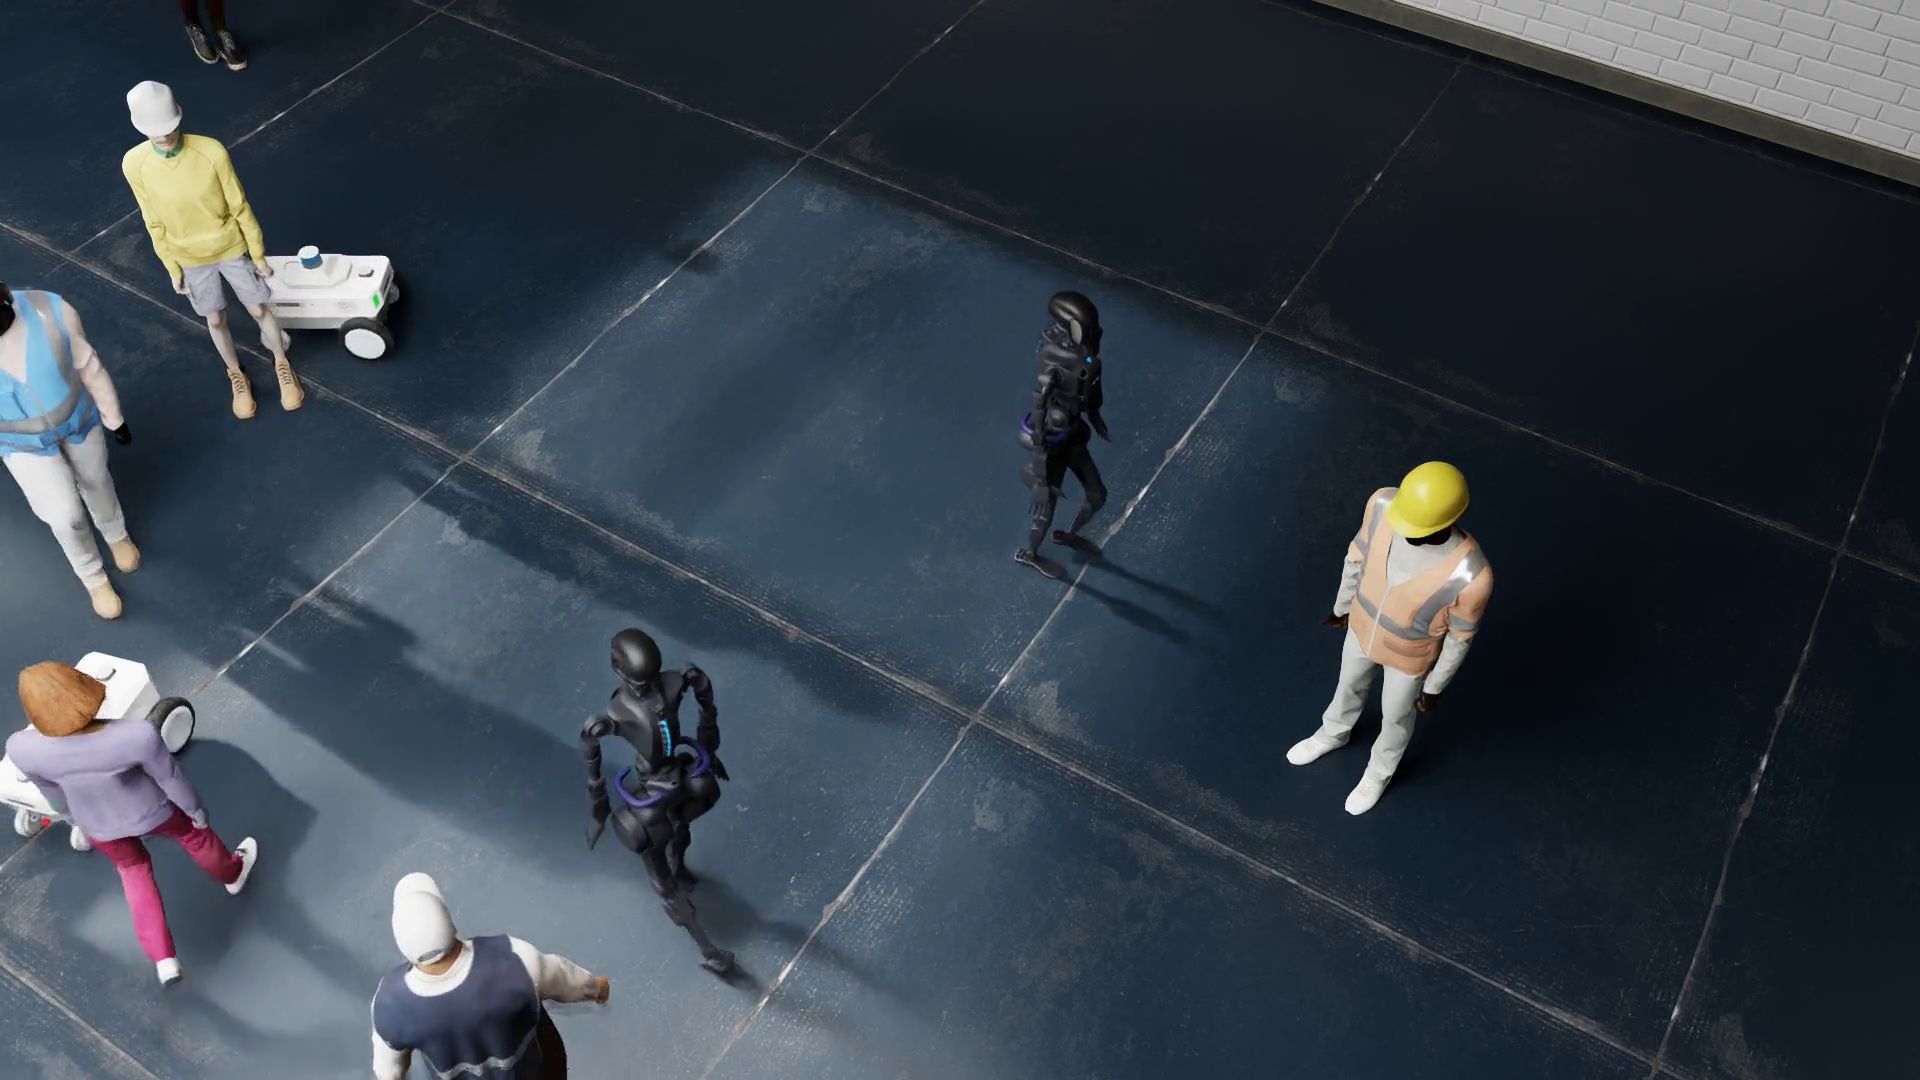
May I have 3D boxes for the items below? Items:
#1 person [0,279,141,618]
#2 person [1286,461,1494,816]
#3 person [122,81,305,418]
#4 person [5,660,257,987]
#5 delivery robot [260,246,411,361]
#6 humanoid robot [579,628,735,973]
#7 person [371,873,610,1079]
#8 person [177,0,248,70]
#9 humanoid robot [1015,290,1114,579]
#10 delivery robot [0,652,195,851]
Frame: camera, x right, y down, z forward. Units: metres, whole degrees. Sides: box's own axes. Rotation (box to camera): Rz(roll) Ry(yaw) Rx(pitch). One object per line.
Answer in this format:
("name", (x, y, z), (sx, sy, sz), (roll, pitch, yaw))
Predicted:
("person", (-3.891, -0.437, 7.173), (0.642, 1.813, 0.664), (-35, 58, -27))
("person", (1.656, 0.376, 6.393), (0.375, 1.917, 0.584), (-31, 56, -24))
("person", (-3.572, -1.381, 7.957), (0.481, 1.888, 0.403), (-14, 50, -12))
("person", (-3.009, 1.008, 6.035), (0.514, 1.614, 0.663), (-9, 50, -8))
("delivery robot", (-3.323, -1.278, 8.750), (0.810, 0.606, 0.499), (0, 49, 0))
("humanoid robot", (-1.082, 0.960, 6.077), (0.597, 1.656, 0.680), (-25, 54, -21))
("person", (-1.497, 1.681, 5.378), (0.734, 1.725, 0.815), (-8, 49, -7))
("person", (-4.681, -3.693, 9.926), (0.637, 1.949, 0.436), (-36, 58, -27))
("humanoid robot", (0.453, -0.424, 7.251), (0.404, 1.644, 0.589), (22, 53, 18))
("delivery robot", (-3.624, 0.837, 6.907), (0.499, 0.614, 0.808), (12, 50, 10))
